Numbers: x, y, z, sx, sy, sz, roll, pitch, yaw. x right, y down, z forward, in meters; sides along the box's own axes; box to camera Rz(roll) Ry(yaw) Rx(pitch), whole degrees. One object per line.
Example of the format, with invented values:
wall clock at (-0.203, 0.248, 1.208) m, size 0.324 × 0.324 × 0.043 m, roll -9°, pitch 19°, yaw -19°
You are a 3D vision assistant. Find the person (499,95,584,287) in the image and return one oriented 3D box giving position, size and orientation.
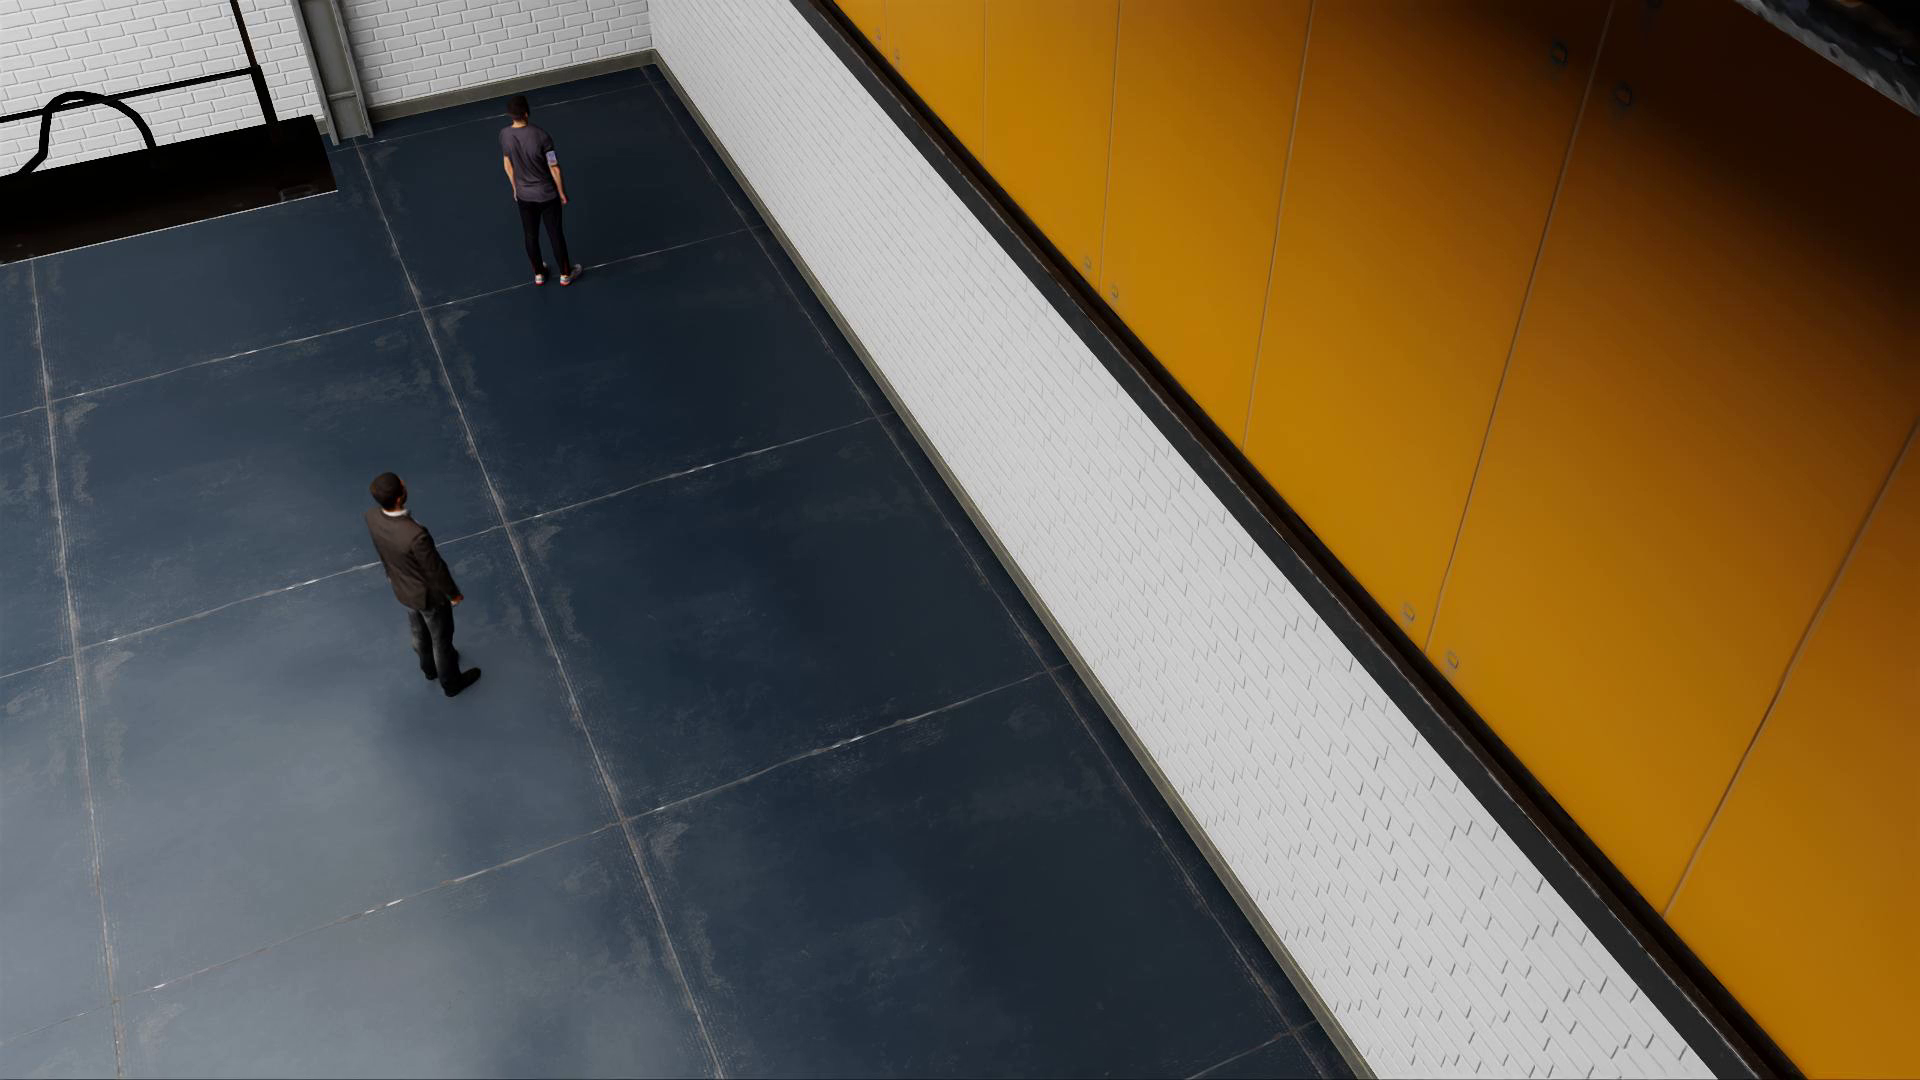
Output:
person at (-3.585, -2.943, 14.067) m, size 0.681 × 1.764 × 0.784 m, roll 7°, pitch 44°, yaw 7°

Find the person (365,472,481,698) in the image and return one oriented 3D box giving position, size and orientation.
person at (-3.479, 0.291, 10.647) m, size 0.781 × 1.800 × 0.768 m, roll 26°, pitch 49°, yaw 25°
